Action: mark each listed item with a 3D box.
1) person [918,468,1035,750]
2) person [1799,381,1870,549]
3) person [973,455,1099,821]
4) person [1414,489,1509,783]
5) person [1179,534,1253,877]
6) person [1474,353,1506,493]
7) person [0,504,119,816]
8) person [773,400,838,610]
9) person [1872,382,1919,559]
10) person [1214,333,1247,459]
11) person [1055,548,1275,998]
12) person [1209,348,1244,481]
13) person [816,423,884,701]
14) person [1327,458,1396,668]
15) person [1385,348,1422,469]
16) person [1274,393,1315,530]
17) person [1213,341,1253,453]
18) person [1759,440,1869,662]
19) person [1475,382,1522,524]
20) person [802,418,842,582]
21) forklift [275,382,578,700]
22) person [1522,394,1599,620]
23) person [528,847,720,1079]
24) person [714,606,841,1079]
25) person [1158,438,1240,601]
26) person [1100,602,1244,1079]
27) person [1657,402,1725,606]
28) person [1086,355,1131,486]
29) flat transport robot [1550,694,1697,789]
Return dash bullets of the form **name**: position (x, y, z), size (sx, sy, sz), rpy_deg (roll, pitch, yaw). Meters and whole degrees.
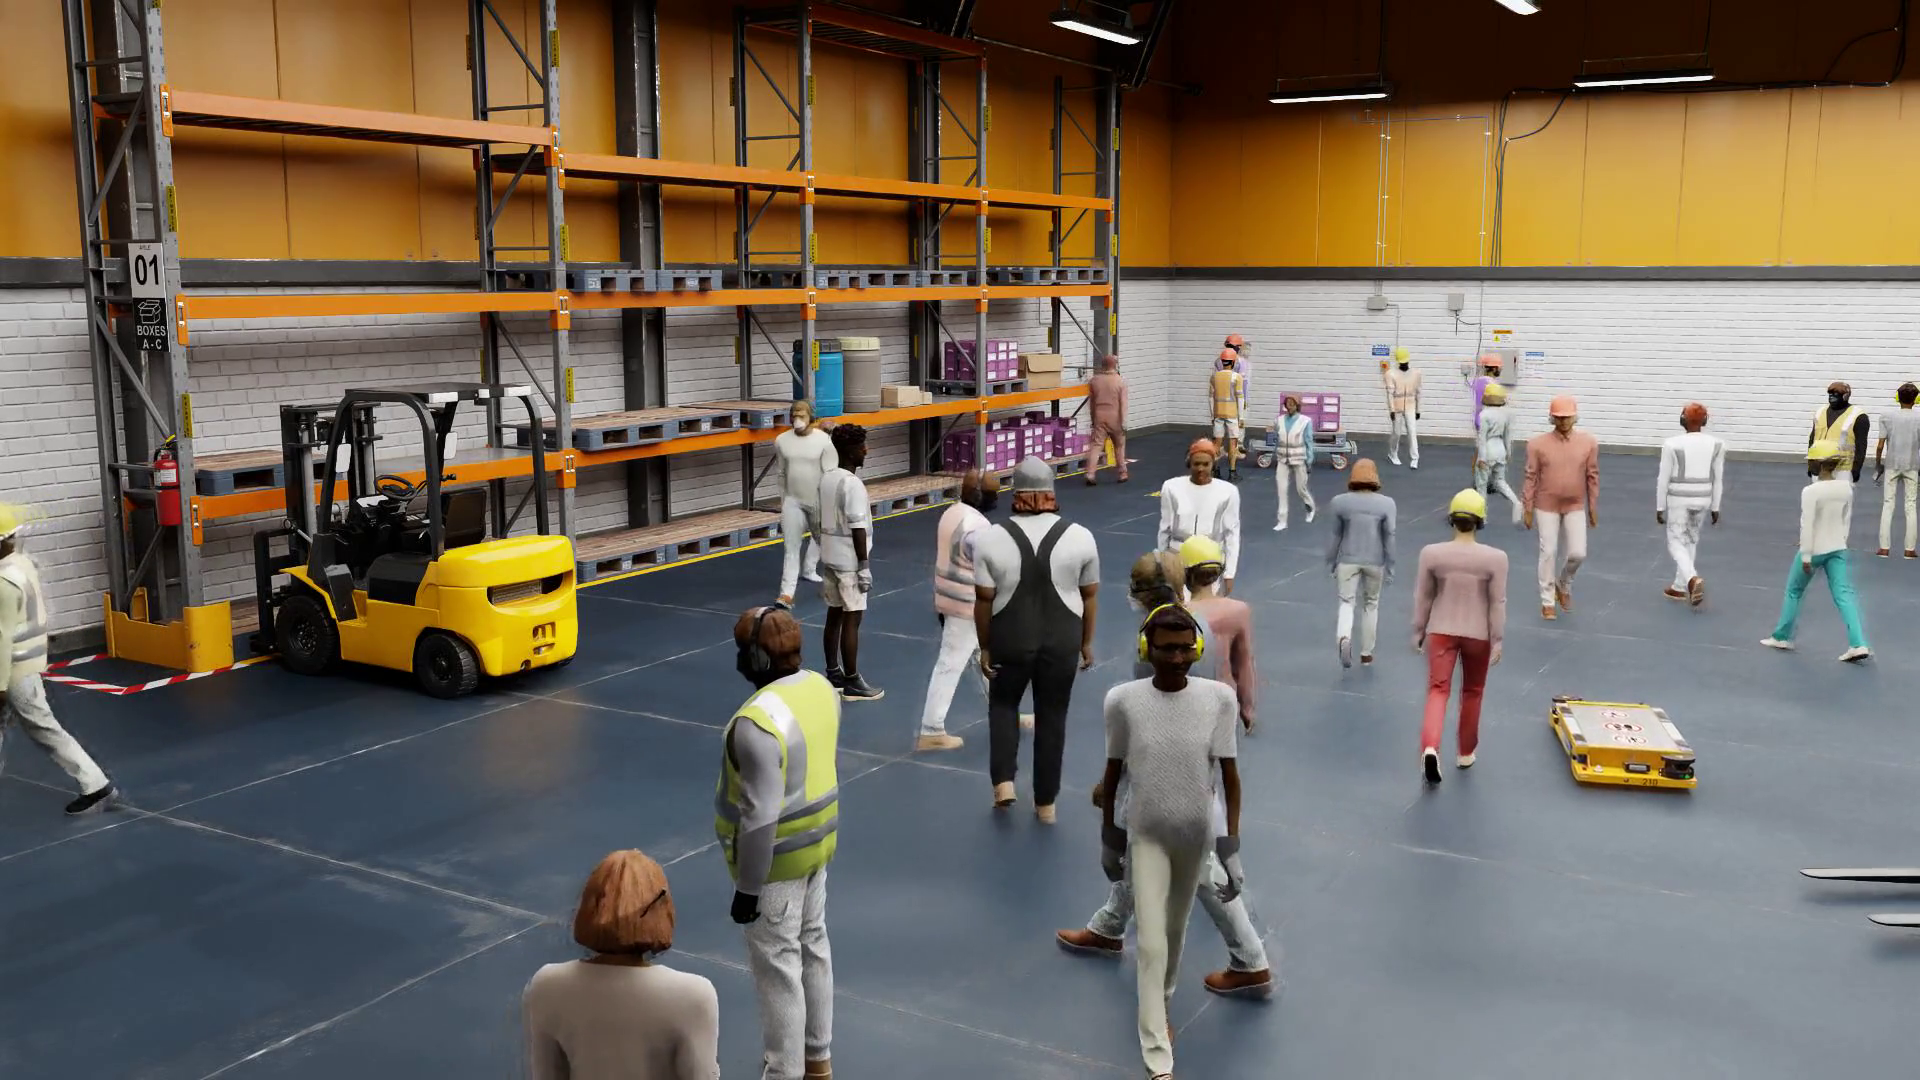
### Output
- **person**: position (0.150, 0.436, 10.529), size (0.952, 1.787, 0.639), rpy_deg (-3, 9, -15)
- **person**: position (9.527, -0.806, 18.128), size (0.430, 1.845, 0.624), rpy_deg (-5, 10, -29)
- **person**: position (0.418, 0.528, 9.180), size (0.689, 2.000, 0.539), rpy_deg (0, 9, 0)
- **person**: position (2.956, 0.566, 9.885), size (0.527, 1.742, 0.779), rpy_deg (4, 10, 24)
- **person**: position (1.156, 0.825, 8.304), size (0.547, 1.712, 0.895), rpy_deg (-4, 10, -25)
- **person**: position (7.271, -1.582, 22.706), size (0.496, 1.924, 0.569), rpy_deg (-2, 9, -12)
- **person**: position (-5.146, 0.672, 9.064), size (0.943, 1.791, 0.602), rpy_deg (-4, 10, -26)
- **person**: position (-1.373, -0.333, 15.068), size (0.650, 1.885, 1.102), rpy_deg (3, 10, 17)
- **person**: position (9.953, -0.735, 17.596), size (0.517, 1.873, 0.334), rpy_deg (5, 11, 30)
- **person**: position (4.405, -2.327, 26.995), size (0.396, 2.042, 0.610), rpy_deg (-9, 13, -44)
- **person**: position (0.903, 0.966, 7.008), size (1.014, 1.884, 0.616), rpy_deg (3, 10, 20)
- **person**: position (3.879, -1.817, 24.136), size (0.545, 1.938, 0.355), rpy_deg (6, 11, 35)
- **person**: position (-0.797, 0.148, 11.779), size (0.369, 1.967, 0.600), rpy_deg (-5, 10, -29)
- **person**: position (3.040, 0.192, 12.616), size (0.505, 1.616, 0.637), rpy_deg (3, 9, 15)
- **person**: position (6.895, -2.069, 25.932), size (0.587, 1.874, 0.818), rpy_deg (1, 9, 5)
- **person**: position (3.966, -0.932, 19.637), size (0.521, 1.617, 0.690), rpy_deg (7, 12, 39)
- **person**: position (4.646, -2.422, 28.092), size (0.670, 1.880, 0.641), rpy_deg (-6, 11, -33)
- **person**: position (6.768, 0.077, 13.017), size (0.520, 1.724, 0.918), rpy_deg (-3, 10, -18)
- **person**: position (6.383, -1.012, 19.794), size (0.489, 1.725, 0.664), rpy_deg (-4, 10, -25)
- **person**: position (-1.282, -0.387, 16.232), size (0.482, 1.623, 0.563), rpy_deg (2, 9, 12)
- **forklift**: position (-3.974, -0.067, 12.417), size (2.313, 2.155, 1.214), rpy_deg (5, 11, 30)
- **person**: position (5.211, -0.285, 14.445), size (0.643, 1.974, 0.442), rpy_deg (2, 9, 9)
- **person**: position (-0.798, 1.537, 4.212), size (0.526, 1.596, 0.777), rpy_deg (2, 9, 10)
- **person**: position (-0.659, 1.142, 5.973), size (0.429, 1.839, 0.634), rpy_deg (3, 10, 19)
- **person**: position (1.673, 0.207, 11.806), size (0.591, 1.835, 0.987), rpy_deg (2, 9, 12)
- **person**: position (0.780, 1.129, 6.134), size (0.492, 1.814, 1.012), rpy_deg (0, 9, -3)
- **person**: position (6.616, -0.319, 15.045), size (0.583, 1.861, 0.790), rpy_deg (0, 9, -2)
- **person**: position (2.107, -1.702, 23.672), size (0.676, 1.866, 0.986), rpy_deg (6, 11, 33)
- **flat transport robot**: position (4.082, 1.230, 10.305), size (0.652, 0.197, 1.431), rpy_deg (2, 9, 13)
